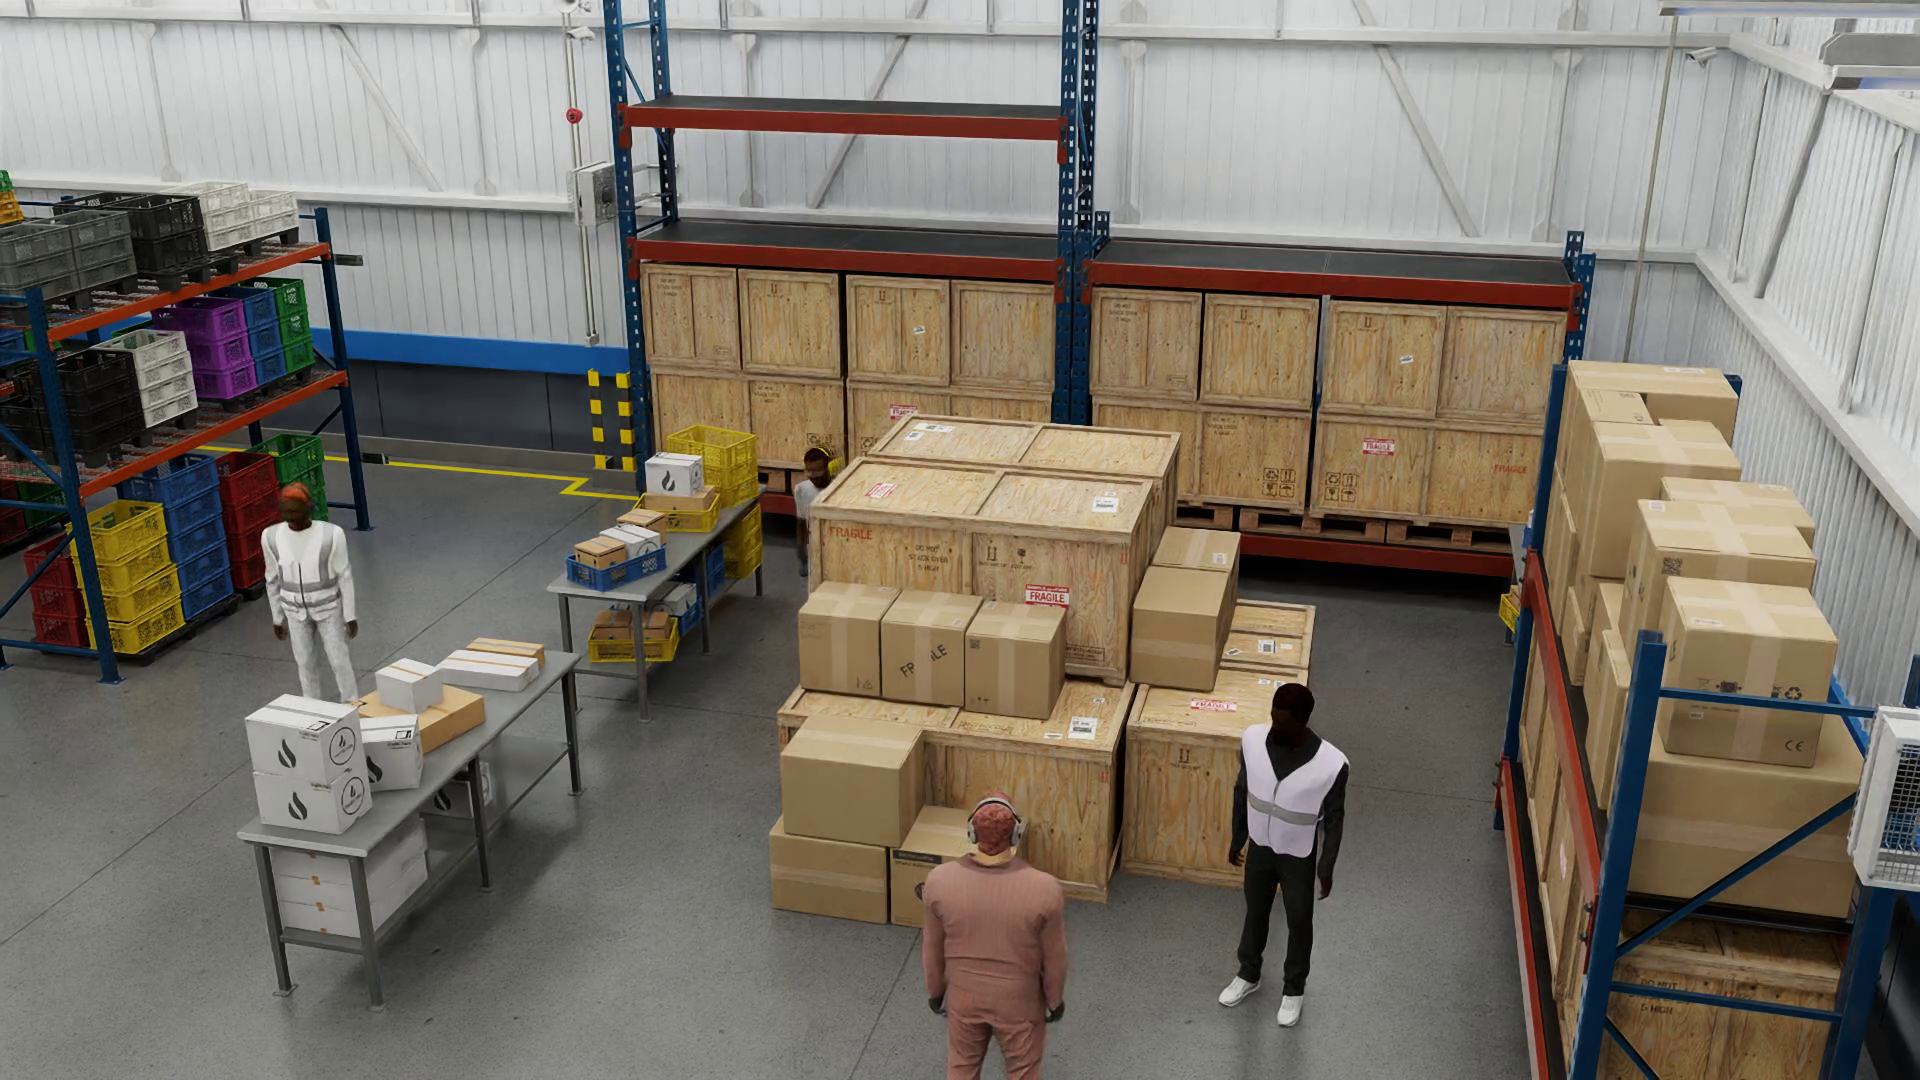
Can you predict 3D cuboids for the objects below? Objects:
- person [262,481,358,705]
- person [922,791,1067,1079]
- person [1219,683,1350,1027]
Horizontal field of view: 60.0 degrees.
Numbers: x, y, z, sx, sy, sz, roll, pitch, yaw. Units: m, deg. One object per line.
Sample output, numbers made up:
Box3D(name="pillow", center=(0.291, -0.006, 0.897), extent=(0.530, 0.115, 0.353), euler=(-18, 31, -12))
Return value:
Box3D(name="person", center=(-4.465, 0.492, 11.479), extent=(0.588, 1.882, 0.345), euler=(-1, 21, -2))
Box3D(name="person", center=(0.158, 2.009, 7.498), extent=(0.650, 1.900, 0.401), euler=(5, 22, 14))
Box3D(name="person", center=(1.671, 1.588, 8.570), extent=(0.587, 1.915, 0.393), euler=(14, 25, 32))
